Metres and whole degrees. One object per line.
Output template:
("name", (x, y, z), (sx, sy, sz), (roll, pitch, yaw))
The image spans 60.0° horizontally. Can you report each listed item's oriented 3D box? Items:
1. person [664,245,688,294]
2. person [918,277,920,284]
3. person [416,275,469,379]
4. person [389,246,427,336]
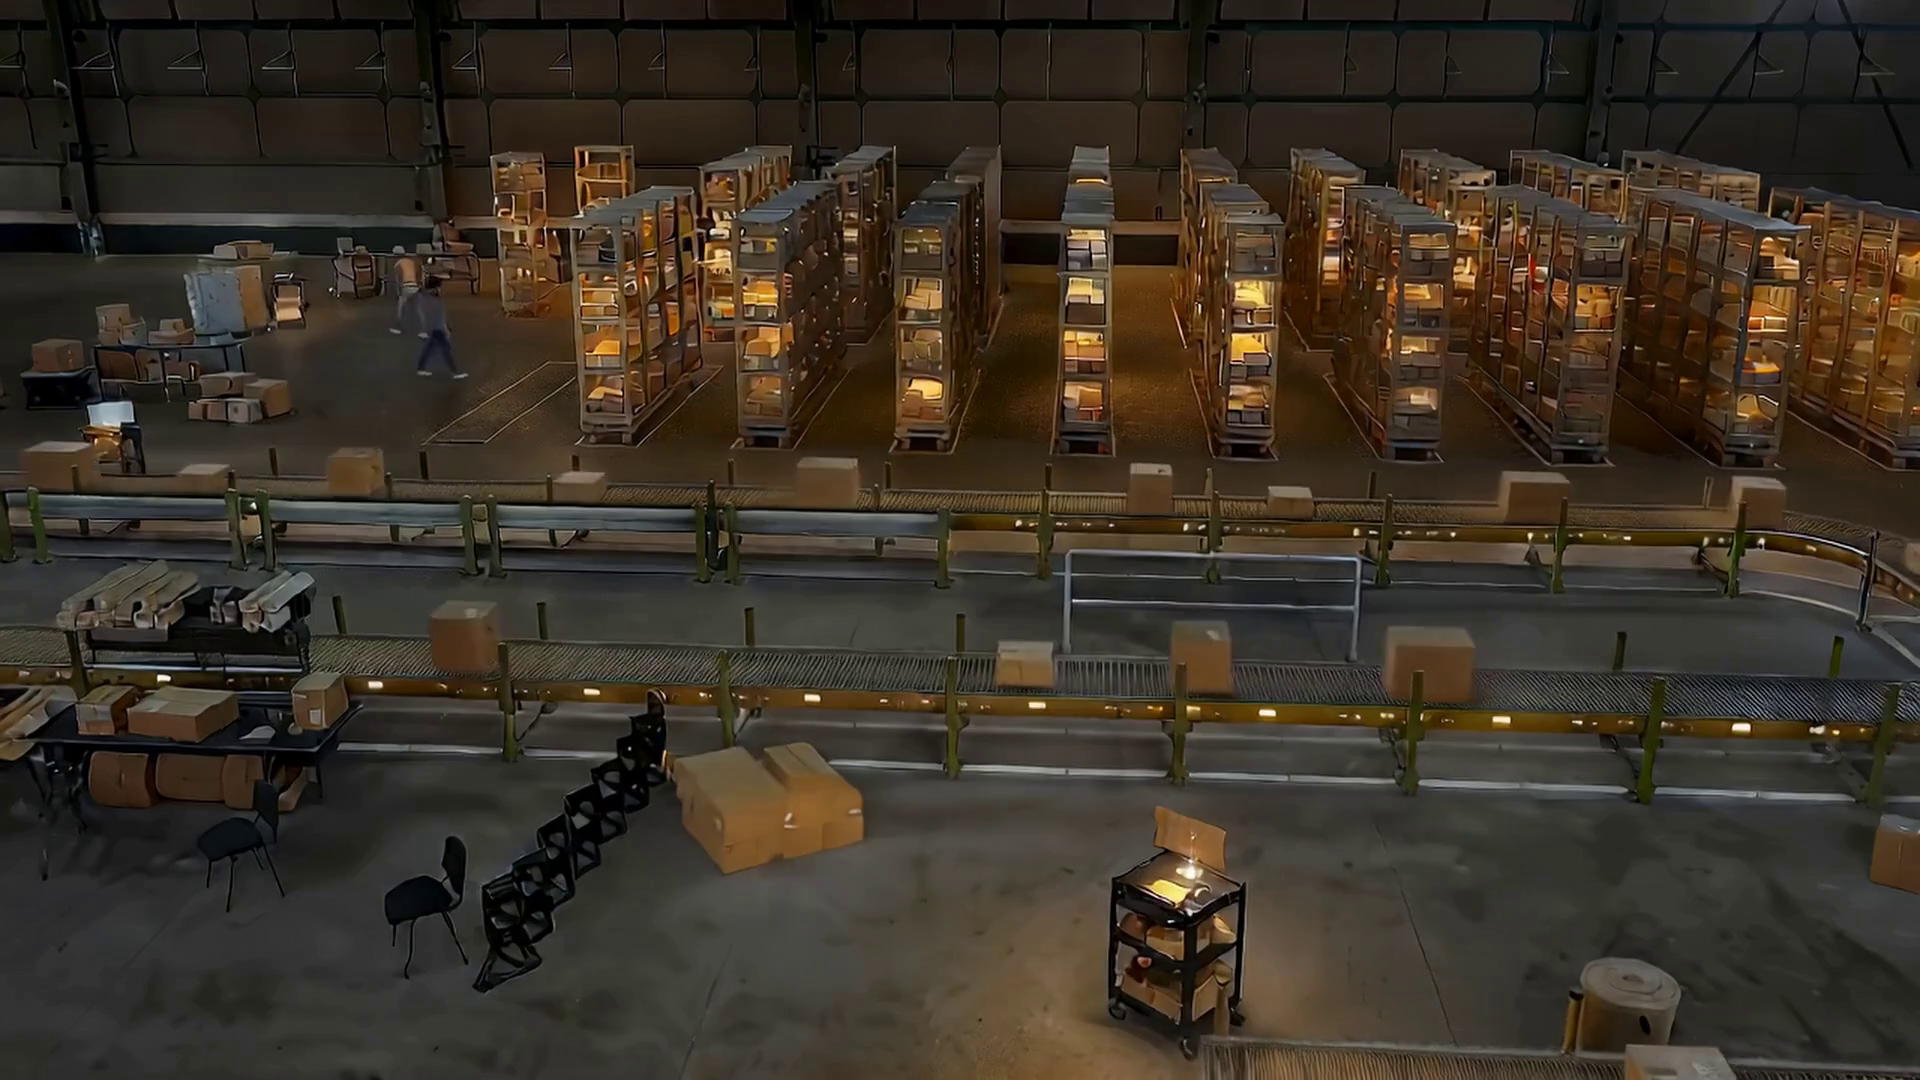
("person", (-6.383, -5.855, 37.226), (0.618, 1.780, 0.949), (-4, 18, -11))
("person", (-0.822, -7.252, 41.598), (0.699, 1.823, 0.577), (6, 18, 18))
("person", (-9.761, -3.957, 30.951), (0.992, 1.951, 0.620), (-1, 18, -4))
("person", (-11.706, -5.262, 35.184), (0.978, 1.887, 0.615), (11, 21, 32))
